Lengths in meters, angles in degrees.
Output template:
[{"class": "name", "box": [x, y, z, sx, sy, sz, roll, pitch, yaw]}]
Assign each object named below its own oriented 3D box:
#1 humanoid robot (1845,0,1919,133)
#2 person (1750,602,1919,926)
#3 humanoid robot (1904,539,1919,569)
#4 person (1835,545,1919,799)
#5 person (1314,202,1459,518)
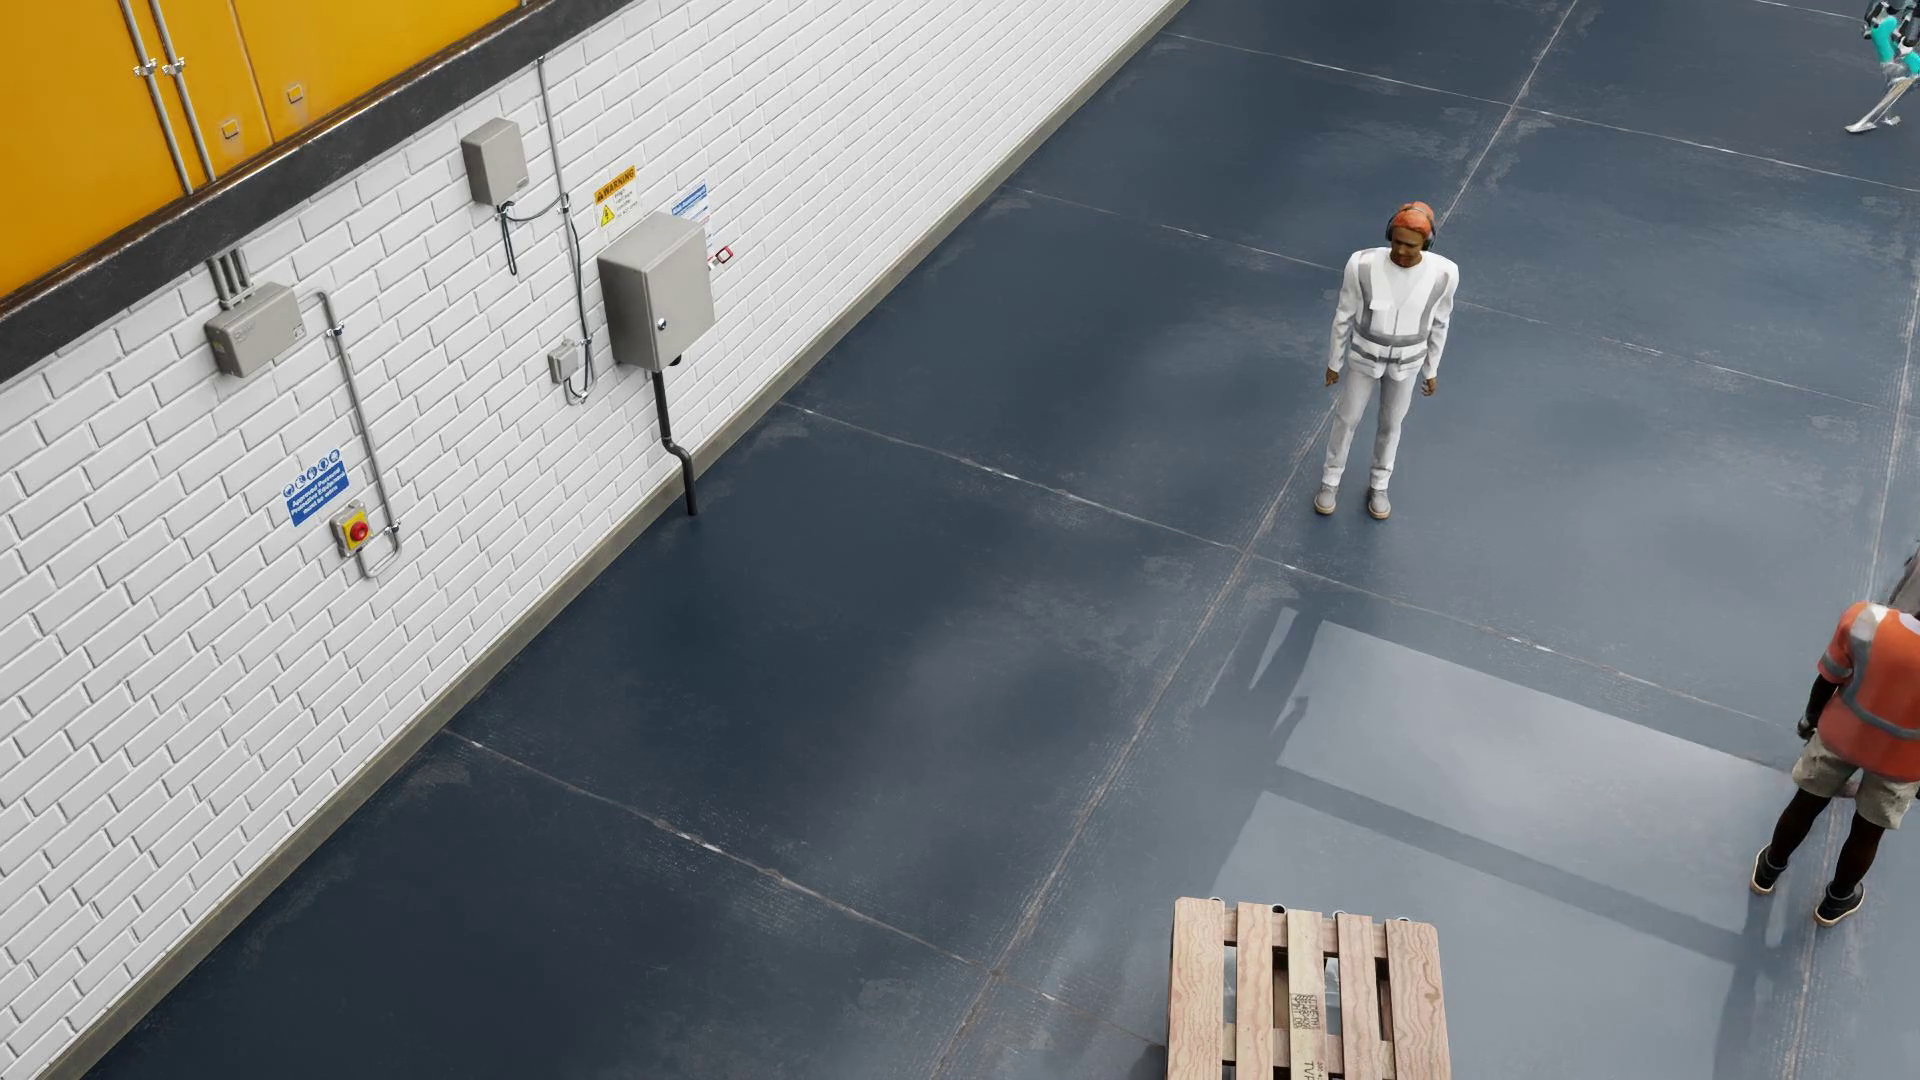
[{"class": "humanoid robot", "box": [6.926, -3.695, 12.081, 0.798, 1.883, 0.530, -9, 42, -10]}, {"class": "person", "box": [3.650, 0.794, 6.622, 0.602, 1.962, 0.368, 30, 49, 30]}, {"class": "humanoid robot", "box": [4.749, -0.043, 7.818, 0.597, 1.649, 0.553, -16, 43, -18]}, {"class": "person", "box": [4.120, 0.481, 7.089, 0.441, 1.830, 0.519, 5, 41, 6]}, {"class": "person", "box": [2.208, -0.922, 8.671, 0.580, 1.882, 0.338, 6, 41, 7]}]
